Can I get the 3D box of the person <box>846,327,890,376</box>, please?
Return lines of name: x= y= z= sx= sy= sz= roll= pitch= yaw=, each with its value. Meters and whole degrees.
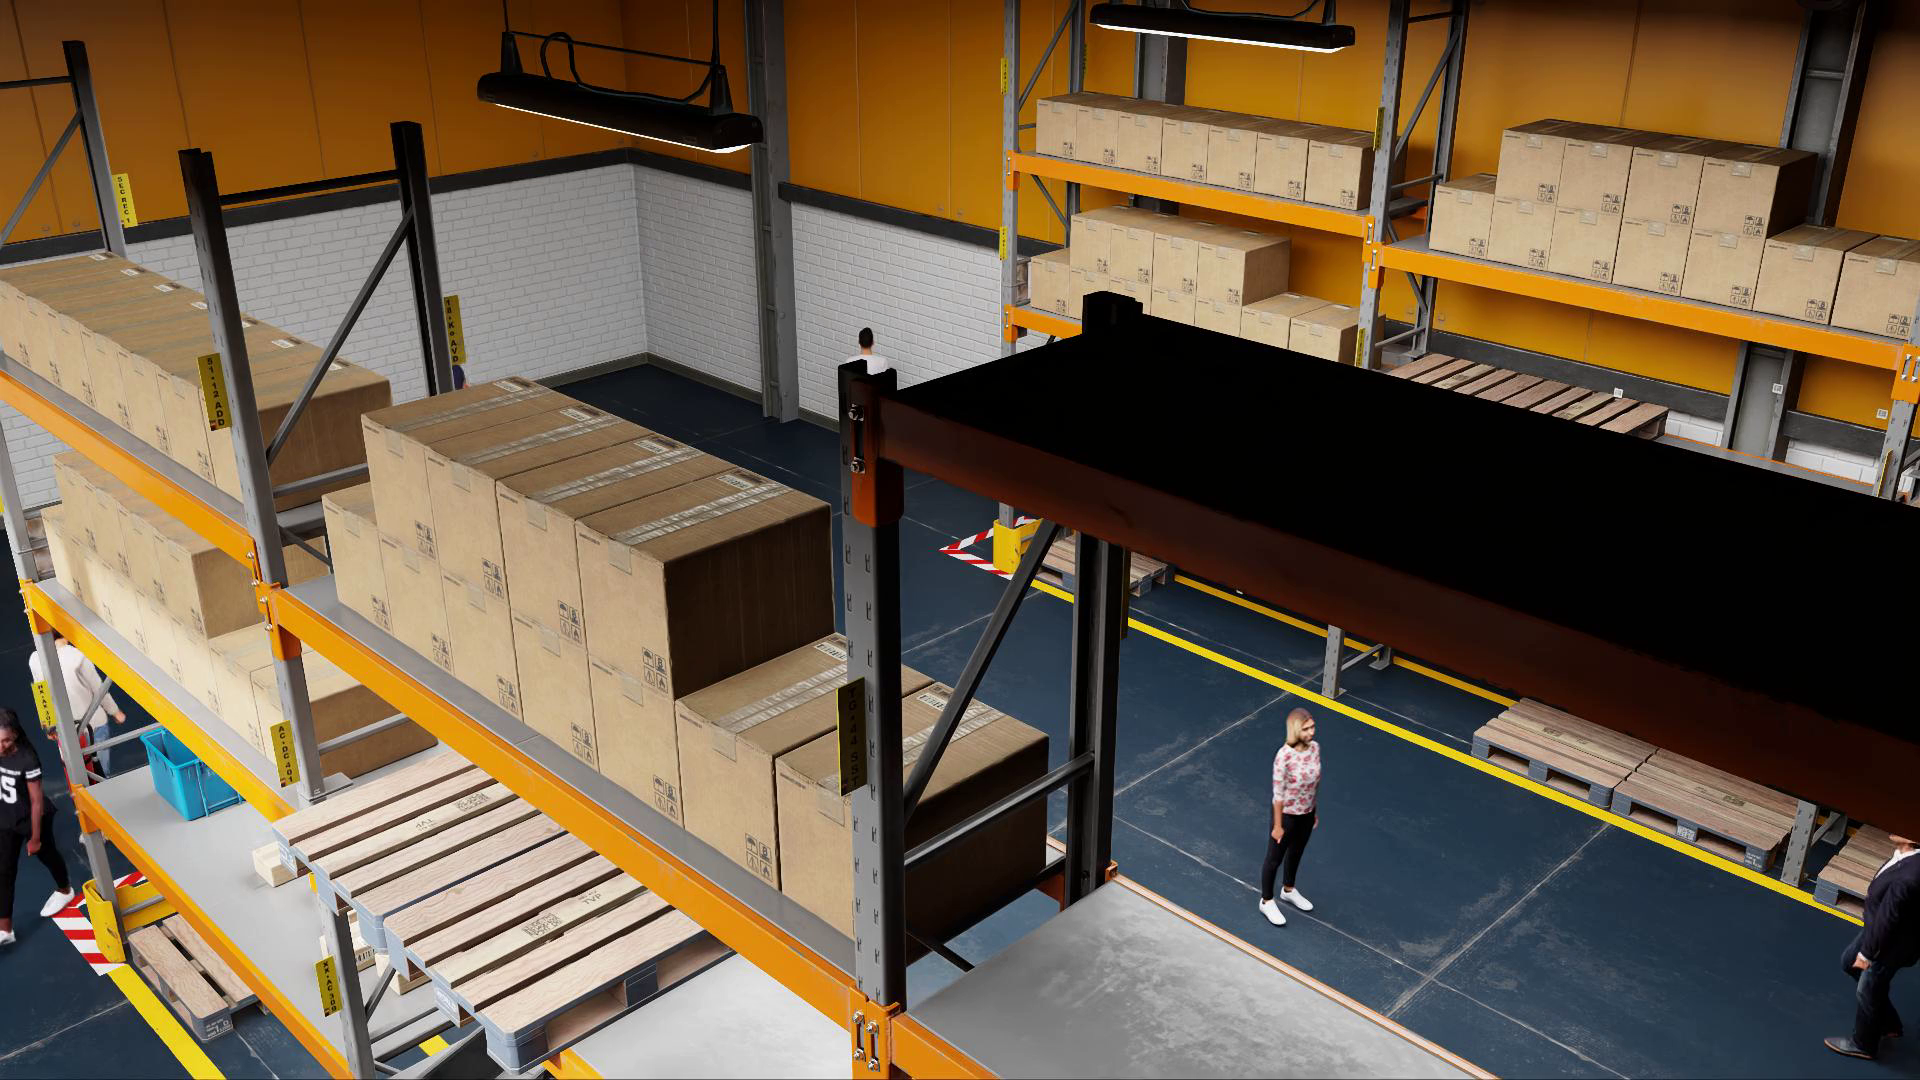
person: x=-1.064 y=-1.562 z=19.309 sx=0.757 sy=1.856 sz=0.811 roll=0 pitch=24 yaw=-1

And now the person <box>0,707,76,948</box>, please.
person: x=-6.416 y=1.914 z=11.539 sx=1.089 sy=1.709 sz=1.044 roll=6 pitch=24 yaw=15

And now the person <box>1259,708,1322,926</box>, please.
person: x=2.332 y=1.902 z=11.663 sx=0.600 sy=1.632 sz=0.542 roll=-17 pitch=29 yaw=-33

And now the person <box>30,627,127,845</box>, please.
person: x=-6.613 y=1.414 z=12.476 sx=1.043 sy=1.874 sz=1.041 roll=3 pitch=24 yaw=6

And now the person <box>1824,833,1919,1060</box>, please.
person: x=5.777 y=2.450 z=10.193 sx=0.754 sy=1.805 sz=0.770 roll=14 pitch=27 yaw=29
